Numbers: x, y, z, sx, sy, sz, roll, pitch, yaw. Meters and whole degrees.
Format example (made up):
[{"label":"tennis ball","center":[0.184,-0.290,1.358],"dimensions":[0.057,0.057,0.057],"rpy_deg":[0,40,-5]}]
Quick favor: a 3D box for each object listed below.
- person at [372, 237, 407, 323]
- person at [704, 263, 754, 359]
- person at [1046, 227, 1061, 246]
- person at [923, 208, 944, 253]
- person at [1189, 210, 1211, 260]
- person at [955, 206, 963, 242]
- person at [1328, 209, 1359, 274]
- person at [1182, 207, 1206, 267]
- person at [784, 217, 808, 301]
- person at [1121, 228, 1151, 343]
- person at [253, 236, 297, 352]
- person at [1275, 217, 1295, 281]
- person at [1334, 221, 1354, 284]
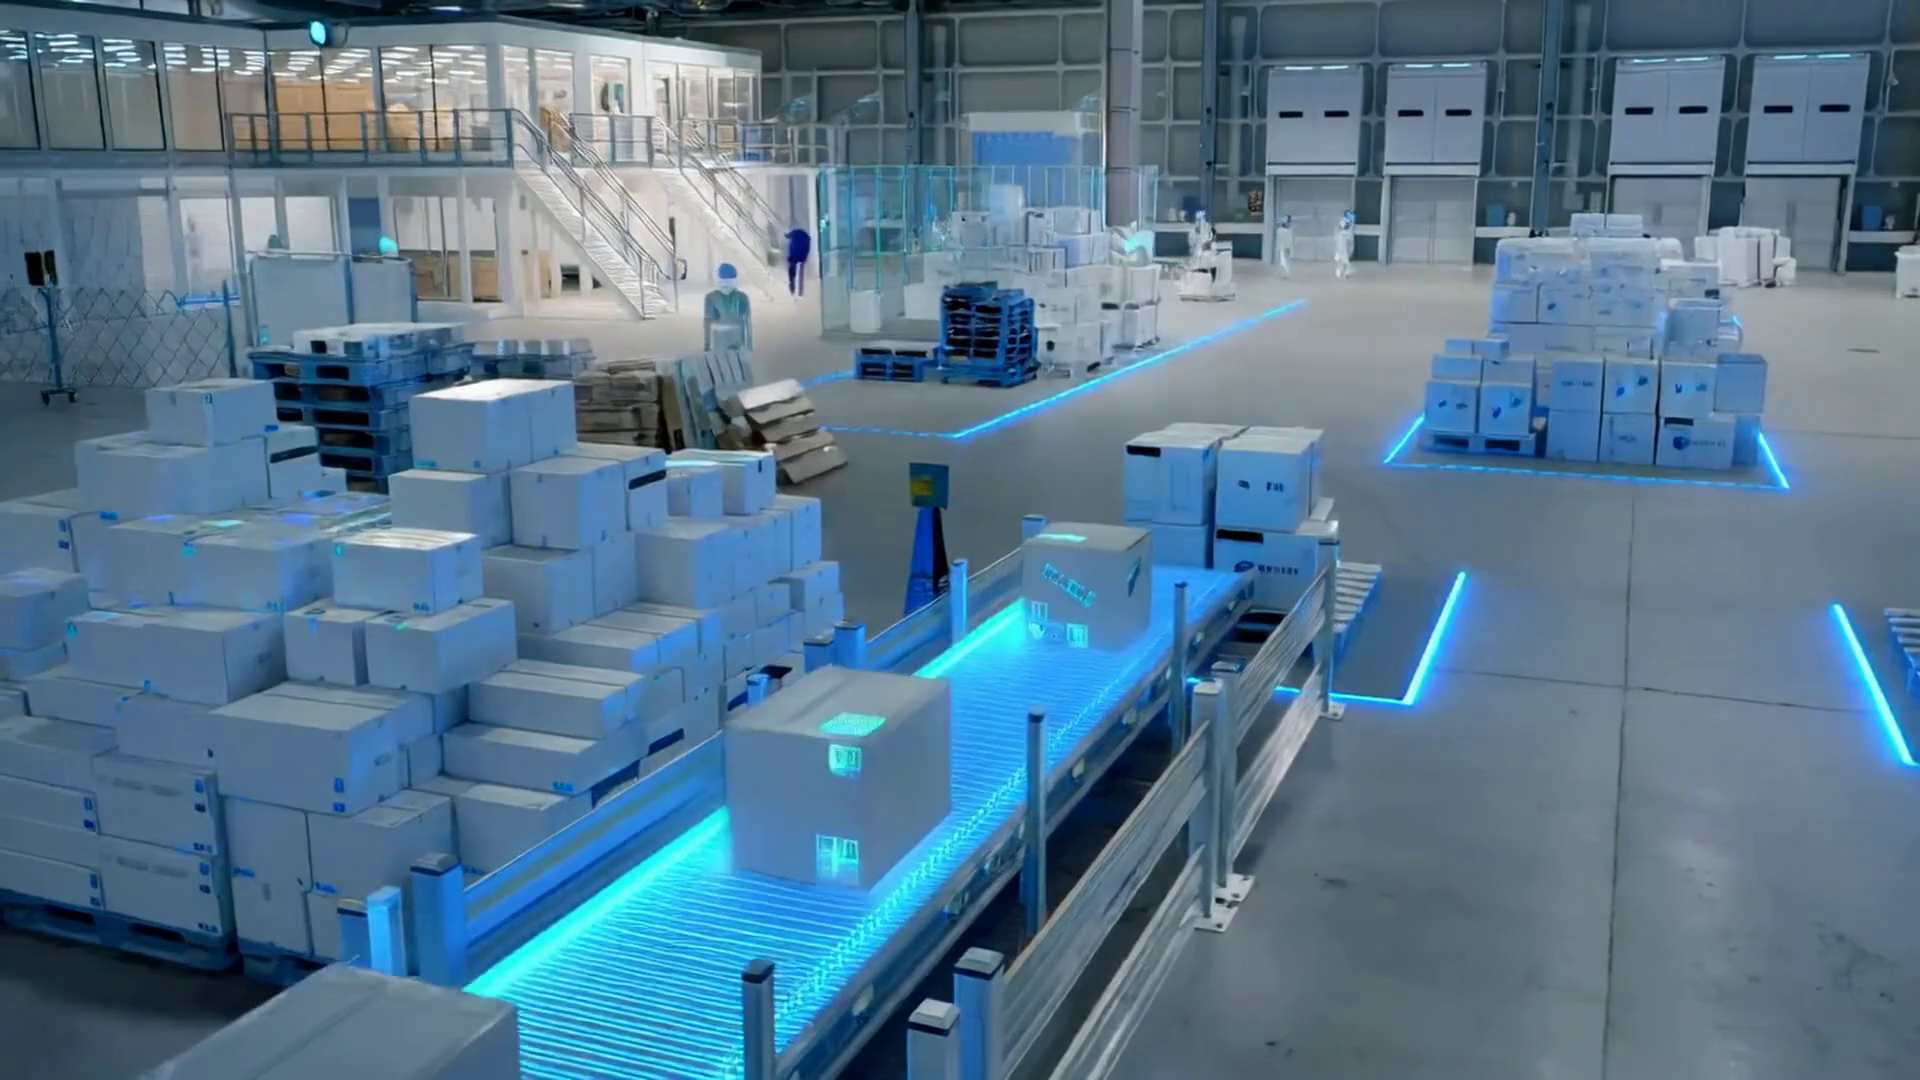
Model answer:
[{"label":"person","center":[-9.390,-4.056,27.585],"dimensions":[0.584,1.900,0.606],"rpy_deg":[10,16,38]},{"label":"person","center":[-2.718,-2.342,19.906],"dimensions":[0.569,1.896,0.930],"rpy_deg":[-7,15,-30]},{"label":"person","center":[1.854,-5.393,33.659],"dimensions":[0.327,1.874,0.520],"rpy_deg":[8,15,31]},{"label":"person","center":[-0.758,-8.569,47.781],"dimensions":[0.617,1.920,0.438],"rpy_deg":[1,13,5]},{"label":"person","center":[7.115,-8.816,49.174],"dimensions":[0.628,1.807,0.894],"rpy_deg":[-1,13,-5]},{"label":"person","center":[-0.004,-8.462,47.146],"dimensions":[0.611,1.995,0.381],"rpy_deg":[4,13,19]},{"label":"person","center":[11.222,-8.732,48.619],"dimensions":[1.009,1.891,0.565],"rpy_deg":[10,16,37]},{"label":"person","center":[7.358,-9.404,51.664],"dimensions":[0.990,1.875,0.594],"rpy_deg":[2,13,9]},{"label":"person","center":[-3.772,-6.472,38.415],"dimensions":[0.447,1.921,0.673],"rpy_deg":[10,16,39]},{"label":"person","center":[3.066,-4.480,29.269],"dimensions":[0.839,1.998,0.641],"rpy_deg":[7,14,30]},{"label":"person","center":[-11.189,-4.032,27.172],"dimensions":[1.047,2.000,0.722],"rpy_deg":[8,15,32]},{"label":"person","center":[8.918,-7.998,45.678],"dimensions":[0.534,1.724,0.890],"rpy_deg":[-4,13,-18]},{"label":"person","center":[10.206,-7.654,44.261],"dimensions":[0.537,1.673,0.758],"rpy_deg":[3,13,14]}]
